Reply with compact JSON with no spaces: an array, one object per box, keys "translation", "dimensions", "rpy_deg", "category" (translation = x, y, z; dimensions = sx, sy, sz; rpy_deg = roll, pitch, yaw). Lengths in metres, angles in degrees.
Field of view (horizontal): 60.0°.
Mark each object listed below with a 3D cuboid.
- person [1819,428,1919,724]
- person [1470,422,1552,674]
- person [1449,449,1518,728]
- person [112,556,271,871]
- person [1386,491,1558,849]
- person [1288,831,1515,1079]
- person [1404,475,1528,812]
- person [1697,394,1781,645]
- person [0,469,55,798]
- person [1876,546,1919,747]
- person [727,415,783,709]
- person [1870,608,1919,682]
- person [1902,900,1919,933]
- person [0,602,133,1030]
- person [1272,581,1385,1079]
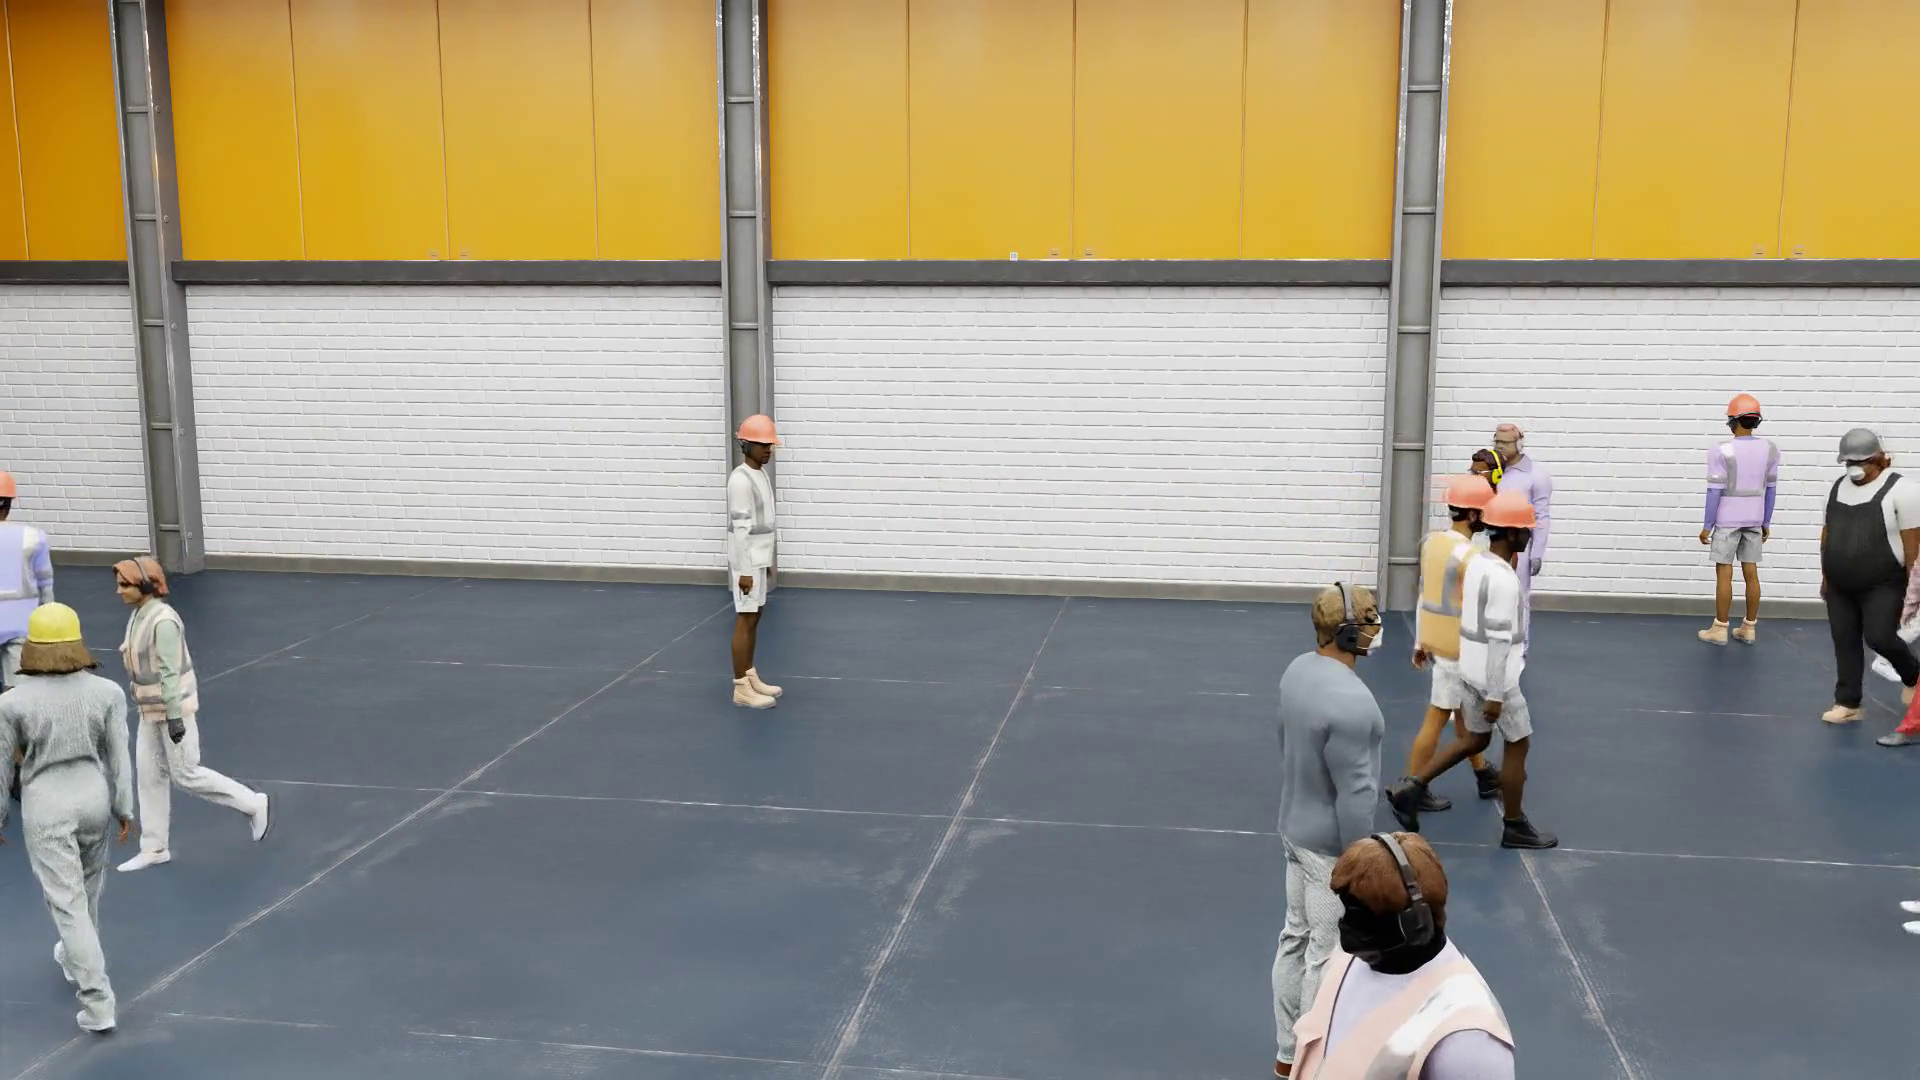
[{"translation":[6.106,0.219,11.145],"dimensions":[0.720,2.000,0.732],"rpy_deg":[-5,10,-26],"category":"person"},{"translation":[4.075,0.066,12.509],"dimensions":[0.650,1.907,0.402],"rpy_deg":[9,13,43],"category":"person"},{"translation":[3.459,0.326,11.016],"dimensions":[0.328,1.872,0.514],"rpy_deg":[-4,10,-23],"category":"person"},{"translation":[-3.968,0.861,8.511],"dimensions":[0.692,1.615,0.527],"rpy_deg":[-9,13,-43],"category":"person"},{"translation":[2.710,0.686,8.670],"dimensions":[0.826,1.911,0.554],"rpy_deg":[0,9,-1],"category":"person"},{"translation":[0.934,1.529,3.699],"dimensions":[0.429,1.838,0.620],"rpy_deg":[-2,9,-12],"category":"person"},{"translation":[2.873,0.586,9.313],"dimensions":[0.878,1.896,0.562],"rpy_deg":[-1,9,-9],"category":"person"},{"translation":[6.293,-0.162,13.489],"dimensions":[0.608,2.044,0.371],"rpy_deg":[-1,9,-9],"category":"person"},{"translation":[-5.596,0.535,9.712],"dimensions":[0.586,1.881,1.040],"rpy_deg":[-5,10,-27],"category":"person"},{"translation":[6.337,0.468,10.621],"dimensions":[0.919,1.722,0.526],"rpy_deg":[-1,9,-9],"category":"person"},{"translation":[-1.422,0.143,11.620],"dimensions":[0.395,2.040,0.609],"rpy_deg":[1,9,6],"category":"person"},{"translation":[7.173,0.274,12.180],"dimensions":[0.853,1.593,0.514],"rpy_deg":[3,10,17],"category":"person"},{"translation":[4.546,0.995,7.611],"dimensions":[0.268,1.632,0.506],"rpy_deg":[5,10,28],"category":"person"},{"translation":[-3.660,1.096,6.786],"dimensions":[0.904,1.693,0.505],"rpy_deg":[9,13,44],"category":"person"},{"translation":[1.339,1.103,6.008],"dimensions":[0.370,1.940,0.627],"rpy_deg":[-2,9,-9],"category":"person"}]
